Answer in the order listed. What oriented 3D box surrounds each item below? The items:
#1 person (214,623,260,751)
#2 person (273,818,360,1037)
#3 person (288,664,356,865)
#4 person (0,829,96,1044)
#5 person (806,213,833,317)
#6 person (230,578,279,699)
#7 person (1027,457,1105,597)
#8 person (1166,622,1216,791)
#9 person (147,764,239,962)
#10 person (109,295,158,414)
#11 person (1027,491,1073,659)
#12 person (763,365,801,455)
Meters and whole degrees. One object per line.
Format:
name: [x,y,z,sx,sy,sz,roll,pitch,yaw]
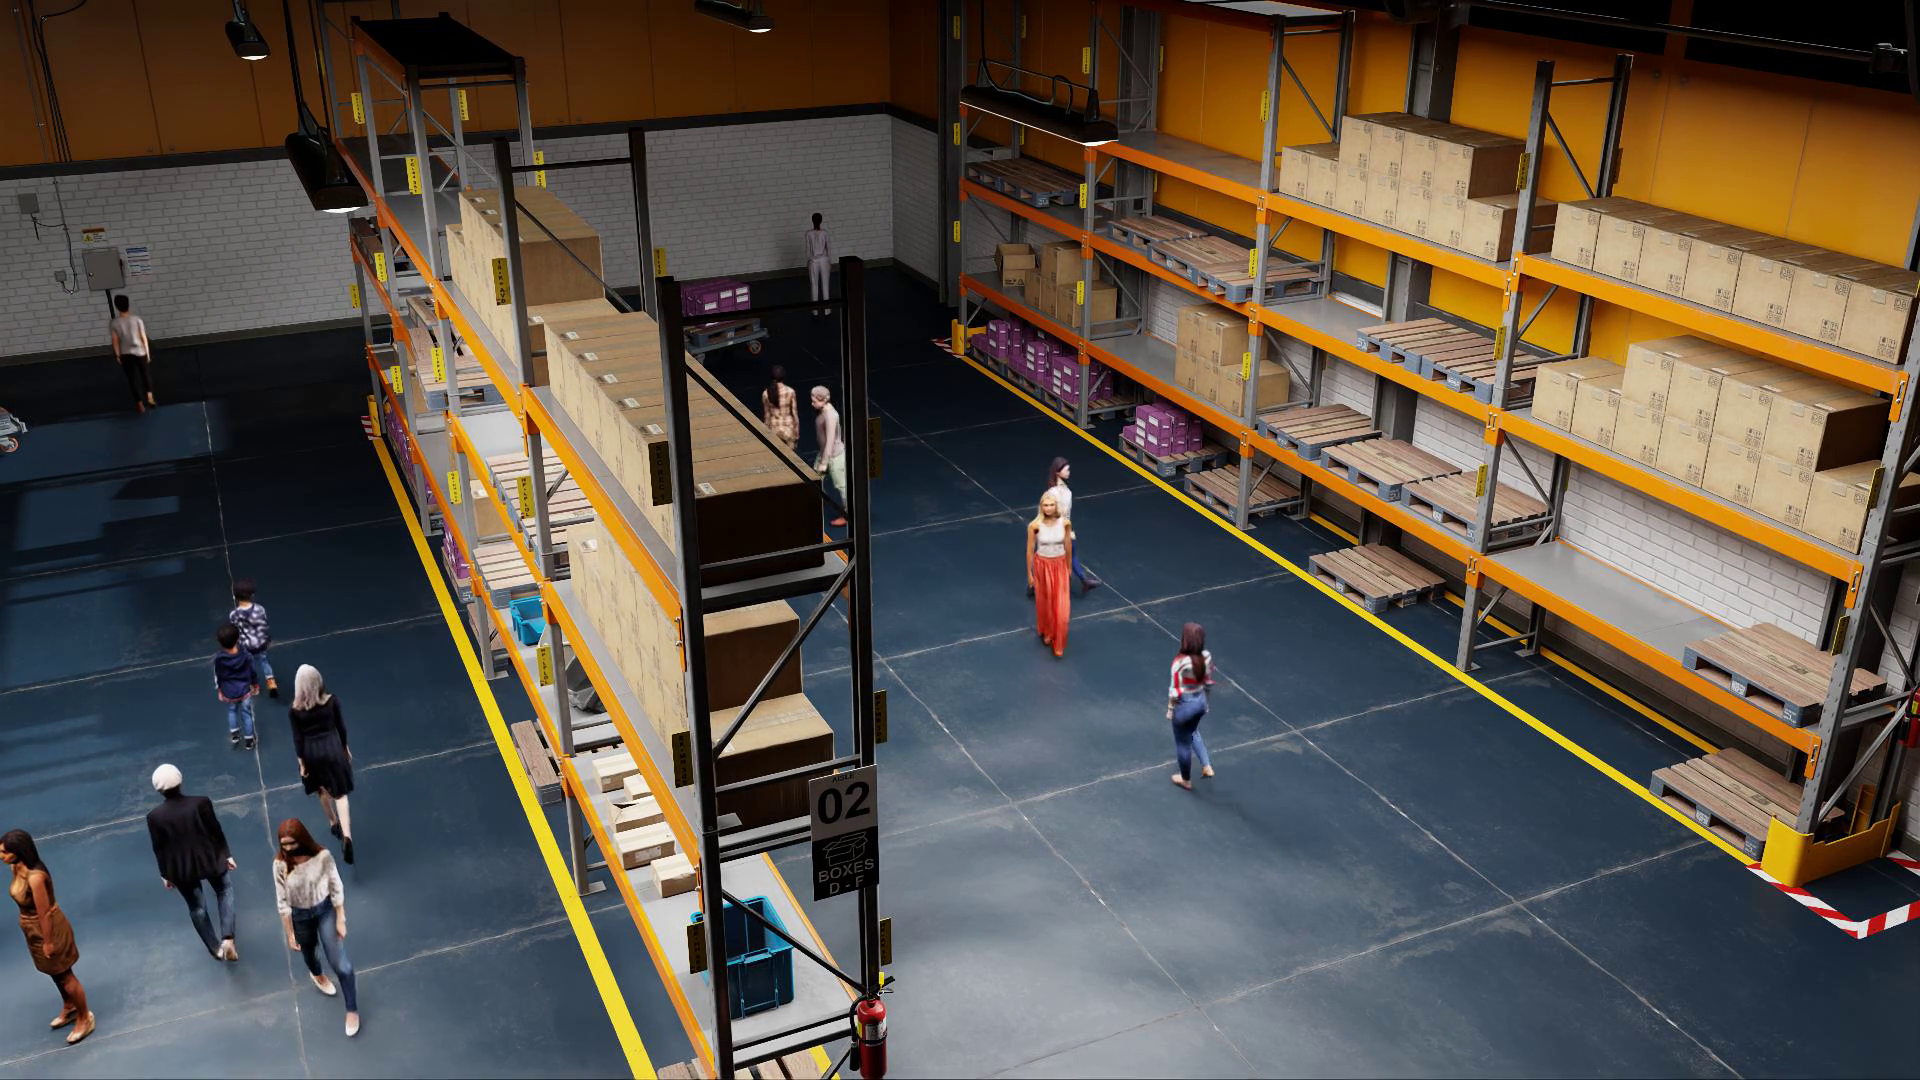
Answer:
person: [-6.654,1.362,15.273,0.542,1.210,0.535,-7,25,-17]
person: [-4.590,2.635,11.761,0.670,1.691,0.998,-10,26,-22]
person: [-5.158,1.843,13.544,0.582,1.715,1.093,-11,26,-24]
person: [-6.343,2.730,11.553,0.587,1.684,0.699,18,29,35]
person: [-2.418,-4.731,28.508,0.665,1.774,0.663,-1,24,-1]
person: [-6.837,0.975,16.124,0.571,1.239,0.780,-17,29,-34]
person: [0.935,-0.093,18.068,1.050,1.640,1.073,4,24,9]
person: [2.060,1.481,14.507,0.666,1.606,0.721,-17,29,-34]
person: [-5.565,2.441,12.257,0.749,1.763,0.693,-10,25,-21]
person: [-11.850,-2.645,23.813,0.607,1.713,0.618,-12,26,-25]
person: [0.917,0.289,17.035,0.847,1.766,1.012,-1,24,-3]
person: [-2.199,-1.269,20.586,0.815,1.777,0.941,0,24,0]
